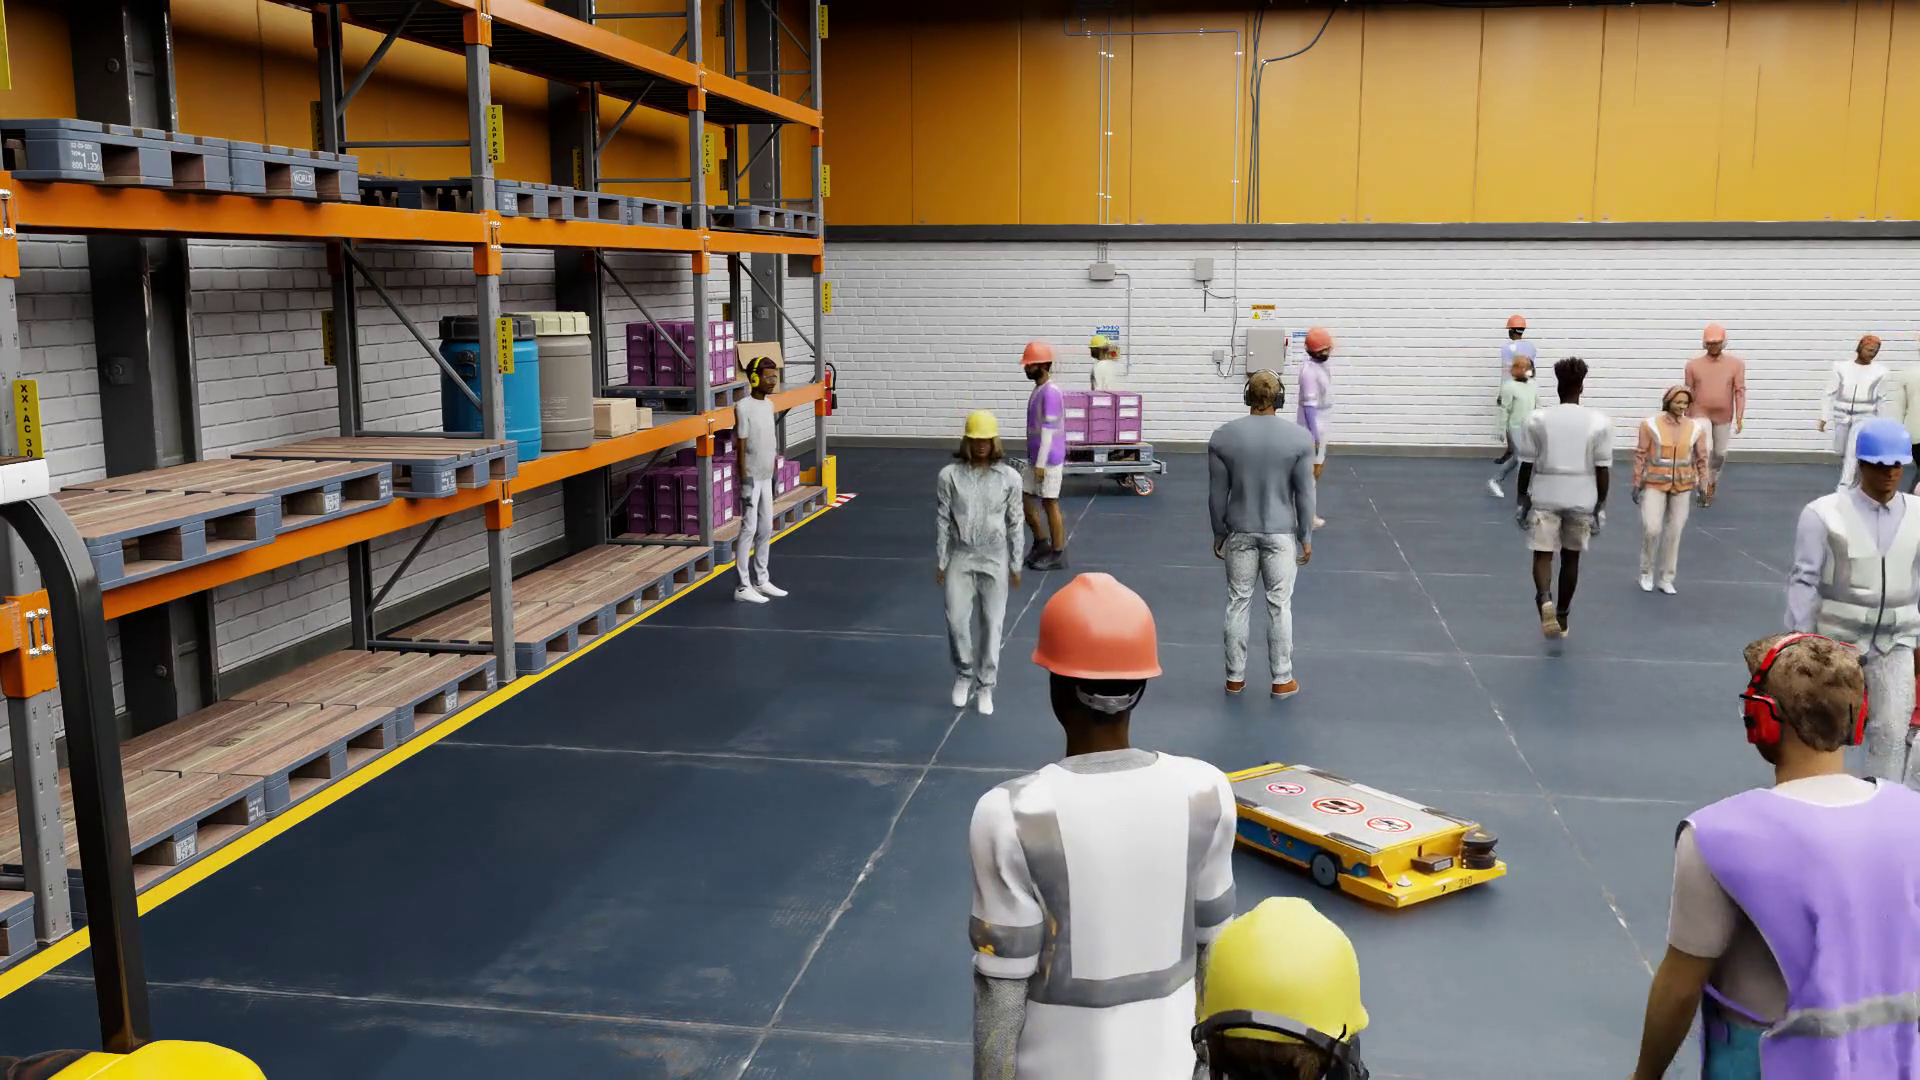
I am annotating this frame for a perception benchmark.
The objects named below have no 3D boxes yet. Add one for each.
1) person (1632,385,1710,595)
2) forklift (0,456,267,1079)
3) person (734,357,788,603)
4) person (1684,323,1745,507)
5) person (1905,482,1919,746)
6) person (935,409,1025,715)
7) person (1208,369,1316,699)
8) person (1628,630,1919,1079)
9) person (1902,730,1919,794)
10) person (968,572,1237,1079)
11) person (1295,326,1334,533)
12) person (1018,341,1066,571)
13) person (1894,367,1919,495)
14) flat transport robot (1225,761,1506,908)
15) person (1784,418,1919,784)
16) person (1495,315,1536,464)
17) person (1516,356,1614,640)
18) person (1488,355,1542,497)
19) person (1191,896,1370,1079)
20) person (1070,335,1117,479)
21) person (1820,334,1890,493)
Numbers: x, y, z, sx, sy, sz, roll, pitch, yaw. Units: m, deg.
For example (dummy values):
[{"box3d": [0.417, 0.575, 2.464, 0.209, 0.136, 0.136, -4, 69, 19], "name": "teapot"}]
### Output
[{"box3d": [5.497, -0.385, 12.858, 0.548, 1.625, 0.389, 1, 9, 7], "name": "person"}, {"box3d": [-2.328, 0.975, 2.765, 2.313, 2.155, 1.214, 1, 9, 9], "name": "forklift"}, {"box3d": [-1.531, -0.458, 12.642, 0.320, 1.860, 0.519, 4, 10, 25], "name": "person"}, {"box3d": [8.112, -1.364, 17.941, 0.602, 1.955, 0.950, 3, 10, 17], "name": "person"}, {"box3d": [5.224, 0.225, 8.709, 0.534, 1.767, 0.317, -1, 9, -6], "name": "person"}, {"box3d": [0.114, 0.130, 9.372, 0.505, 1.730, 0.353, 0, 9, -1], "name": "person"}, {"box3d": [1.765, -0.030, 9.751, 0.632, 1.940, 0.372, 3, 10, 19], "name": "person"}, {"box3d": [1.602, 1.084, 3.244, 0.559, 1.821, 0.491, -4, 10, -21], "name": "person"}, {"box3d": [2.362, 1.007, 3.787, 0.514, 1.804, 1.021, -1, 9, -4], "name": "person"}, {"box3d": [0.259, 1.024, 3.244, 0.543, 1.939, 0.360, -3, 10, -20], "name": "person"}, {"box3d": [3.430, -1.060, 15.995, 0.358, 1.995, 0.711, 4, 10, 23], "name": "person"}, {"box3d": [0.663, -0.686, 13.829, 0.486, 1.918, 0.554, -2, 10, -15], "name": "person"}, {"box3d": [9.184, -1.002, 15.769, 1.079, 1.945, 0.609, -5, 11, -30], "name": "person"}, {"box3d": [1.559, 1.219, 7.171, 0.652, 0.197, 1.431, -6, 11, -34], "name": "flat transport robot"}, {"box3d": [3.874, 0.404, 7.211, 0.628, 1.903, 0.987, 1, 9, 9], "name": "person"}, {"box3d": [7.171, -1.942, 21.544, 0.550, 1.935, 0.375, -5, 10, -27], "name": "person"}, {"box3d": [4.061, -0.262, 11.198, 0.602, 1.944, 0.755, 3, 10, 18], "name": "person"}, {"box3d": [6.067, -1.217, 18.112, 0.498, 1.601, 0.781, -6, 11, -31], "name": "person"}, {"box3d": [0.384, 1.315, 2.138, 0.546, 1.707, 0.886, 6, 11, 32], "name": "person"}, {"box3d": [1.627, -1.604, 20.077, 0.864, 1.721, 0.541, 6, 11, 32], "name": "person"}, {"box3d": [9.662, -1.307, 17.951, 0.597, 1.837, 0.930, 7, 11, 36], "name": "person"}]
